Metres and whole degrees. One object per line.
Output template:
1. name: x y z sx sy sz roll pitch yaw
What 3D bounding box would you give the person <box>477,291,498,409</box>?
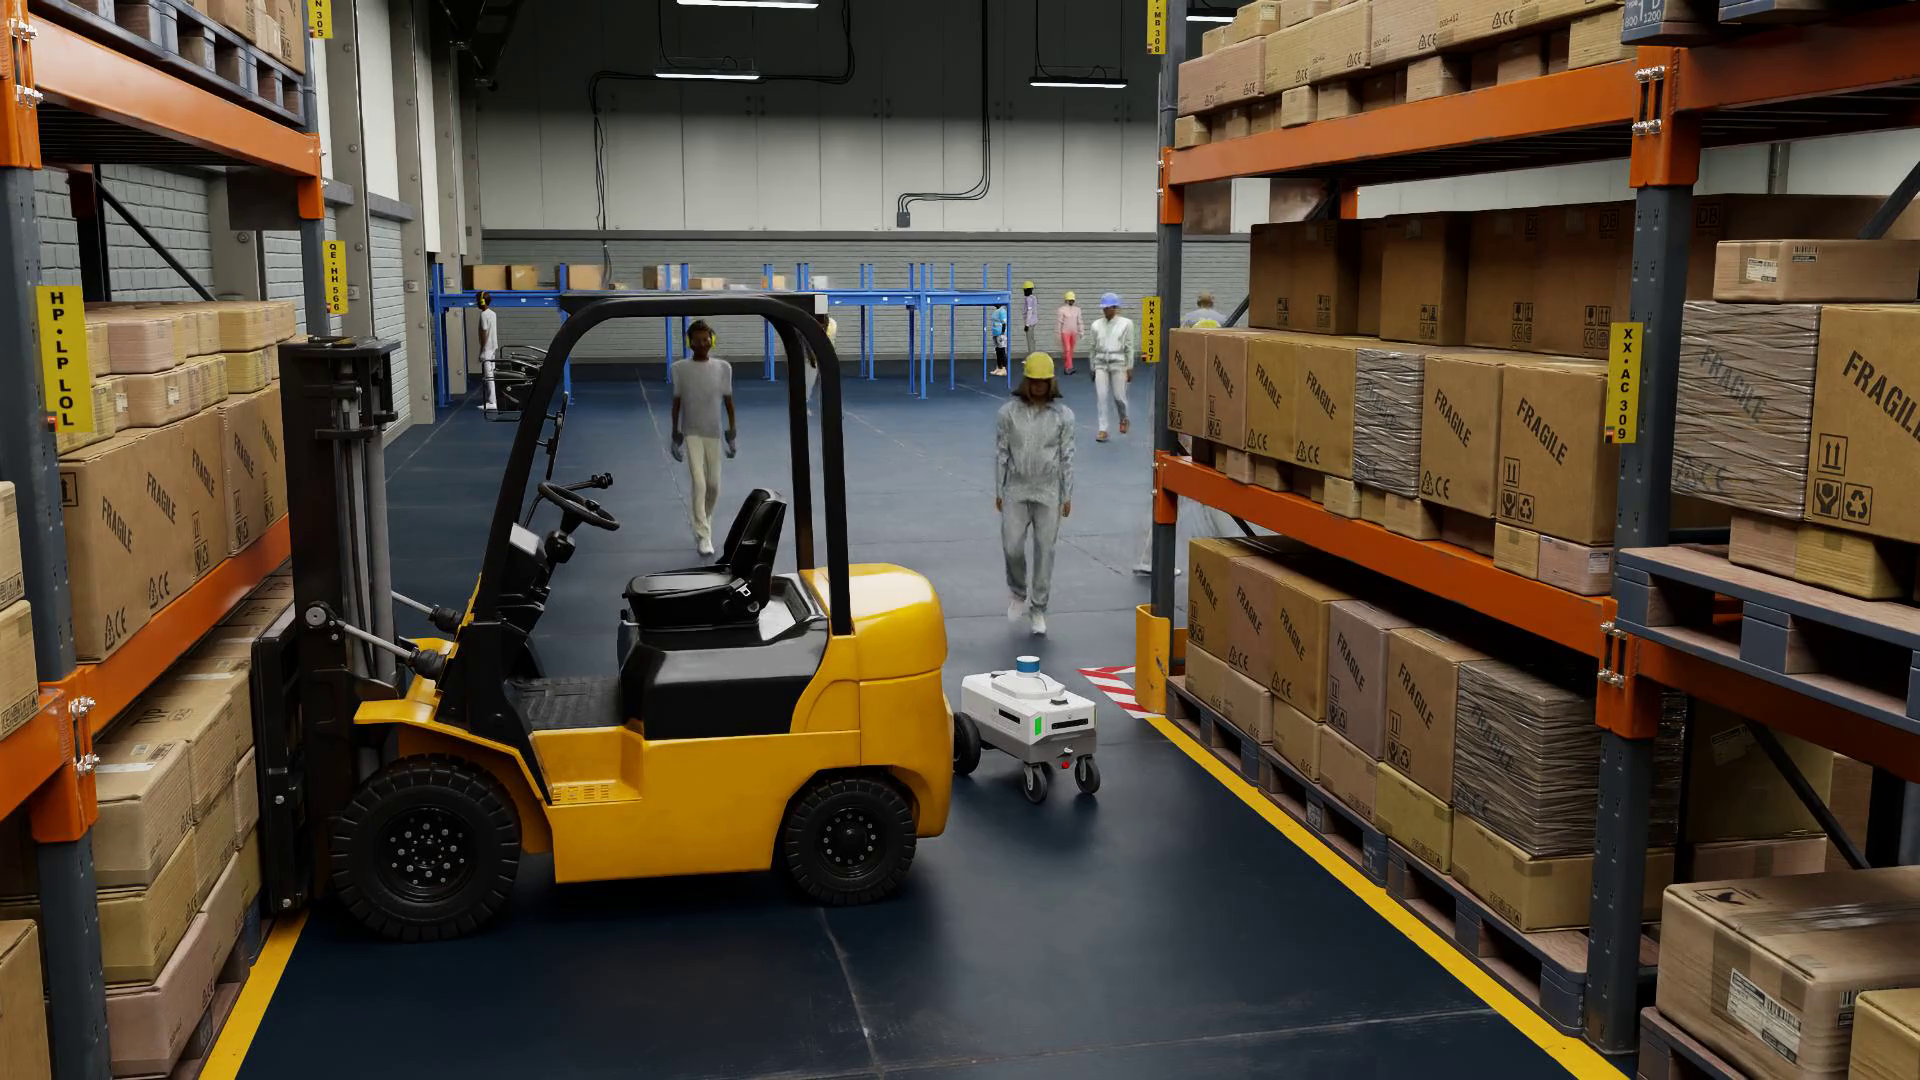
1. person: -7.544 -3.027 26.534 0.316 1.865 0.522 0 9 3

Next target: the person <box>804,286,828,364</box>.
1. person: -3.008 -4.445 35.065 0.788 1.913 0.545 -1 9 -9

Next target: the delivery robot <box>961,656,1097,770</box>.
1. delivery robot: 0.299 0.754 7.311 0.477 0.478 0.707 -5 11 -28

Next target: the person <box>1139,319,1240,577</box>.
1. person: 1.773 -0.650 12.021 0.989 1.875 0.590 0 9 -1

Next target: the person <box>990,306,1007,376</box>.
1. person: 0.815 -4.269 34.628 0.320 1.691 0.537 -3 10 -18

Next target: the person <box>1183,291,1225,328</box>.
1. person: 3.595 -2.706 24.451 0.636 1.912 0.836 -2 9 -11

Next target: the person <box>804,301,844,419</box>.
1. person: -2.112 -2.723 24.935 0.614 1.796 0.994 -6 11 -32

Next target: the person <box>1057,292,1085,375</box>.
1. person: 2.343 -4.307 34.769 0.528 1.727 0.882 -4 10 -25

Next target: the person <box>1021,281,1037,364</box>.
1. person: 1.617 -5.088 38.904 0.362 1.928 0.587 2 9 11

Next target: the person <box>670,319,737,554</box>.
1. person: -2.066 -0.853 13.358 0.523 1.848 0.817 -3 10 -17

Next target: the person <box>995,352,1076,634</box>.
1. person: 0.462 -0.289 10.205 0.496 1.730 0.363 0 9 3

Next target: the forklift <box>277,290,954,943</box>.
1. forklift: -1.179 0.175 6.143 2.313 2.155 1.214 -2 10 -12

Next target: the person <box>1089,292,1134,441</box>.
1. person: 1.980 -2.260 21.665 0.622 1.926 0.607 4 10 22
